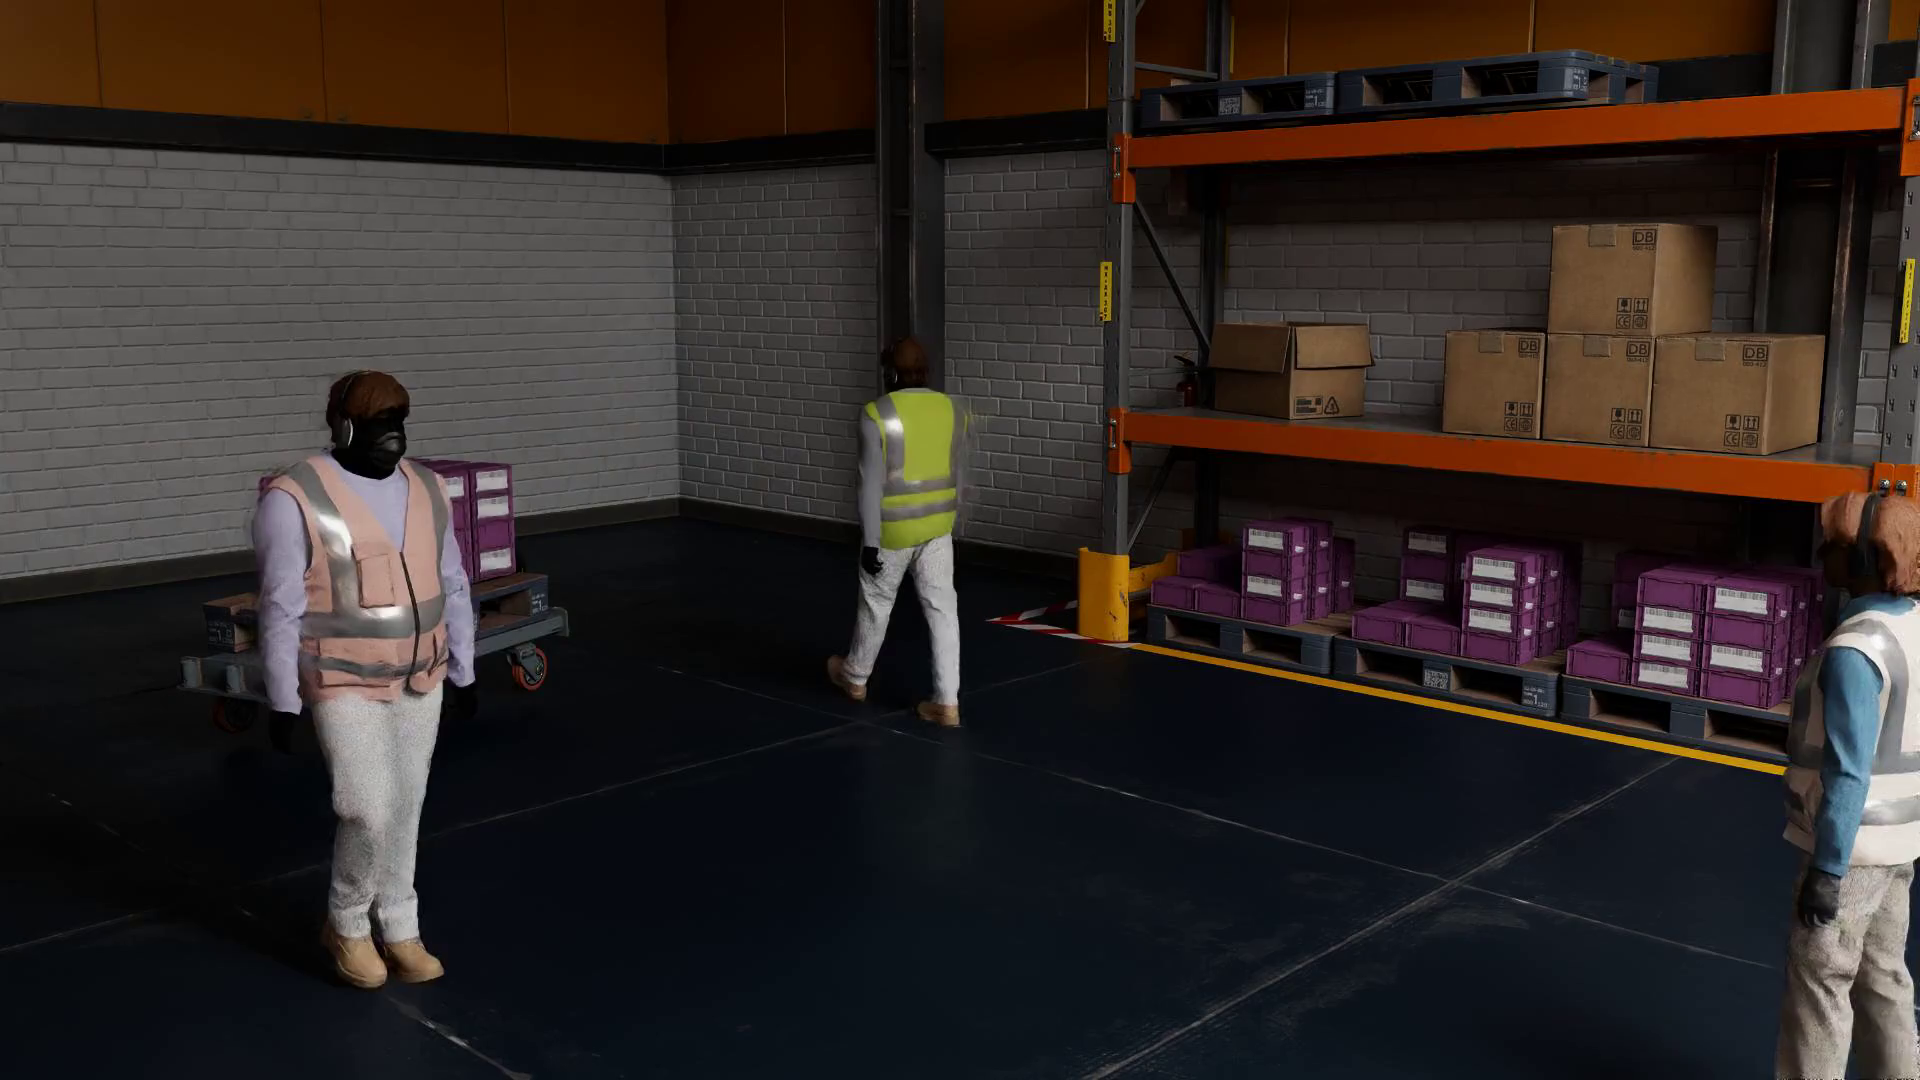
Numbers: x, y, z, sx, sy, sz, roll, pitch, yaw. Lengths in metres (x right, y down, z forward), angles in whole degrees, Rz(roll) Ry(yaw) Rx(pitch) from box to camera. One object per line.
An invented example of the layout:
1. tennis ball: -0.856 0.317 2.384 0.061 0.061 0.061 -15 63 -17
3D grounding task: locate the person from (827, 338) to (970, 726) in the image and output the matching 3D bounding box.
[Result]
1. person: -0.280 -0.057 7.917 0.657 1.790 0.956 -6 11 -34

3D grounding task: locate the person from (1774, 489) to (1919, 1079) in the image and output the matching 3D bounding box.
1. person: 2.041 0.693 3.828 0.332 1.643 0.520 8 12 42

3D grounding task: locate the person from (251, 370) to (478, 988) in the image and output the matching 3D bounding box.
1. person: -1.705 0.420 4.878 0.449 1.829 0.657 6 11 33
